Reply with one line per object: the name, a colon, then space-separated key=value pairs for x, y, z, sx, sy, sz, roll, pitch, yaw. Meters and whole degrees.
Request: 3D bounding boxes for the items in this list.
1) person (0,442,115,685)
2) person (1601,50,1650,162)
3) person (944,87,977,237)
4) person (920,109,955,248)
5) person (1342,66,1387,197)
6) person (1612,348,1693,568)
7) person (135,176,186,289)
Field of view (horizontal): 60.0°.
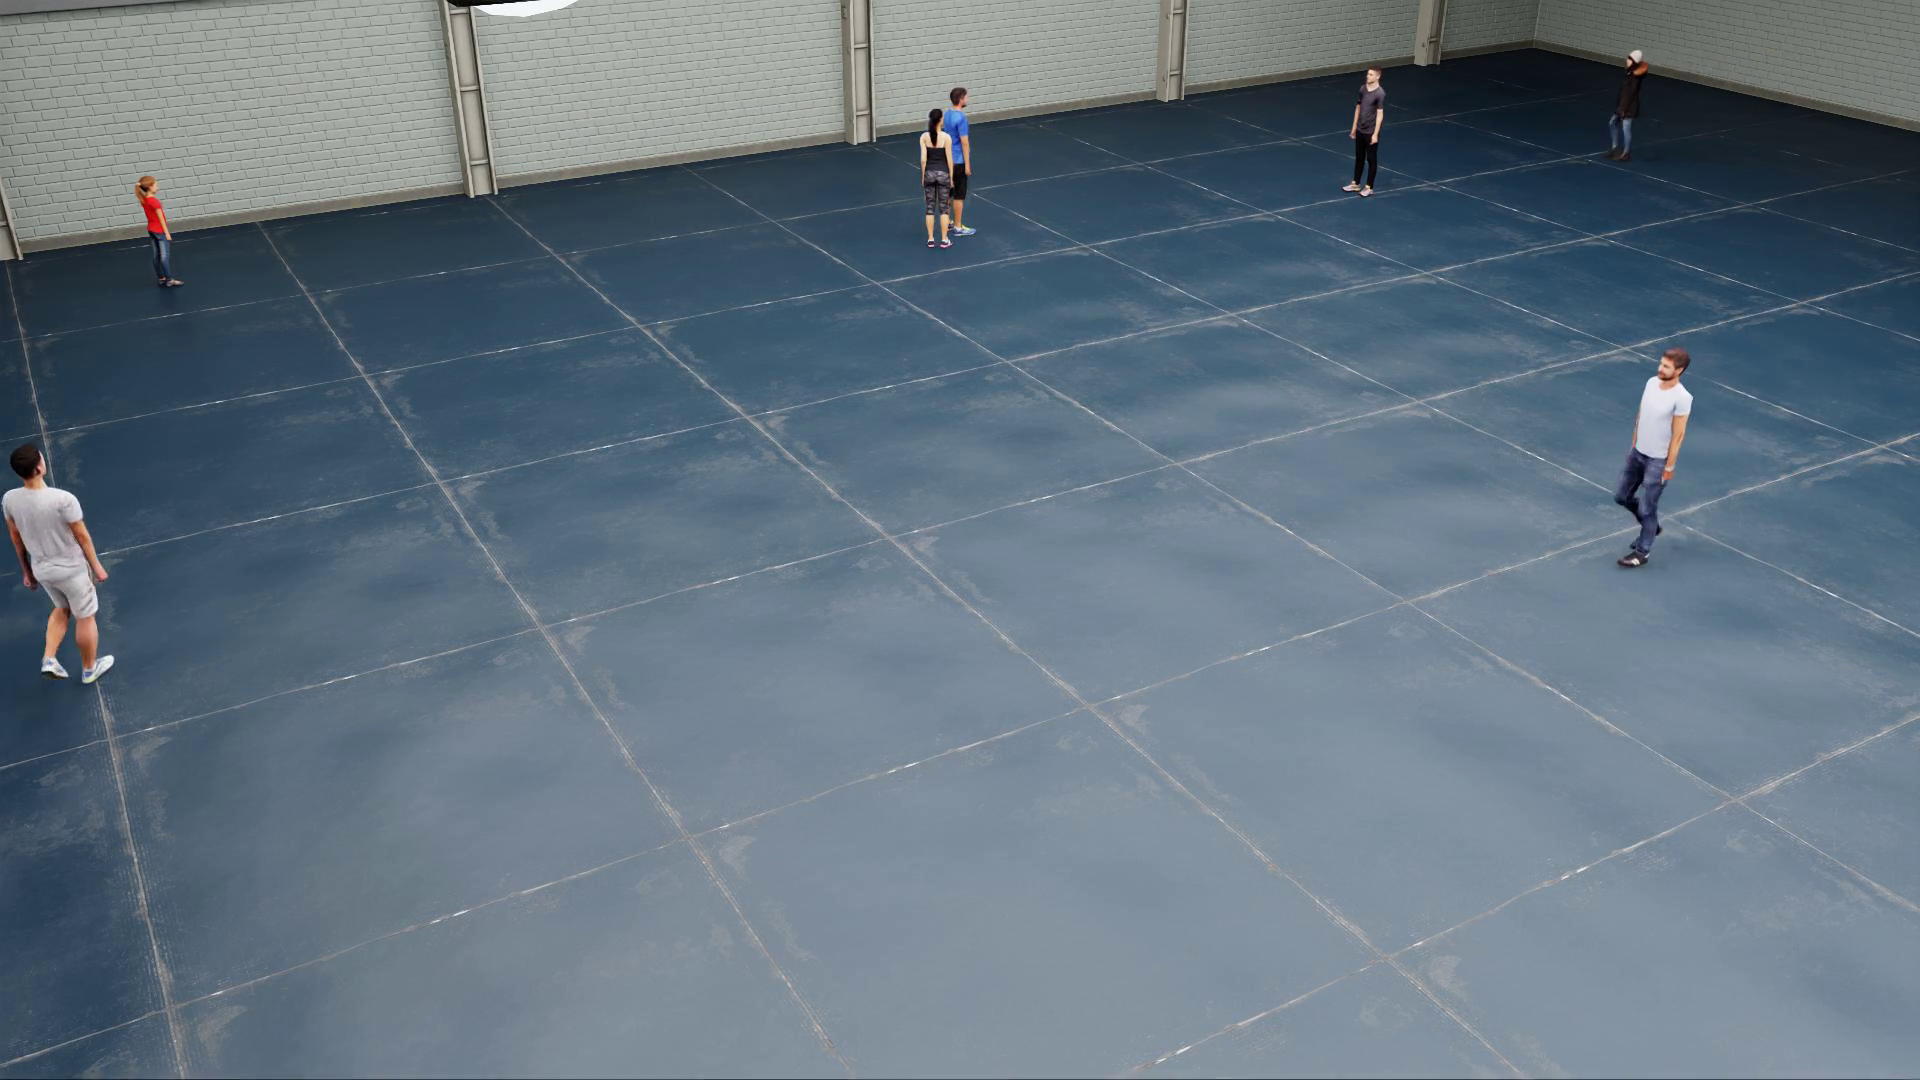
person: x=-6.278 y=0.225 z=11.508 sx=0.916 sy=1.843 sz=0.971 roll=4 pitch=28 yaw=8
person: x=9.978 y=-6.431 z=24.672 sx=0.801 sy=1.625 sz=0.763 roll=1 pitch=27 yaw=2
person: x=-0.055 y=-4.873 z=21.385 sx=0.528 sy=1.866 sz=0.598 roll=-15 pitch=31 yaw=-27
person: x=-0.292 y=-4.540 z=20.891 sx=0.658 sy=1.726 sz=0.728 roll=5 pitch=28 yaw=10
person: x=5.662 y=-5.680 z=23.064 sx=0.546 sy=1.764 sz=0.636 roll=-16 pitch=31 yaw=-28
person: x=5.582 y=-0.663 z=13.222 sx=0.748 sy=1.854 sz=0.706 roll=-10 pitch=29 yaw=-18
person: x=-9.457 y=-3.635 z=19.588 sx=0.557 sy=1.310 sz=0.573 roll=19 pitch=33 yaw=32
